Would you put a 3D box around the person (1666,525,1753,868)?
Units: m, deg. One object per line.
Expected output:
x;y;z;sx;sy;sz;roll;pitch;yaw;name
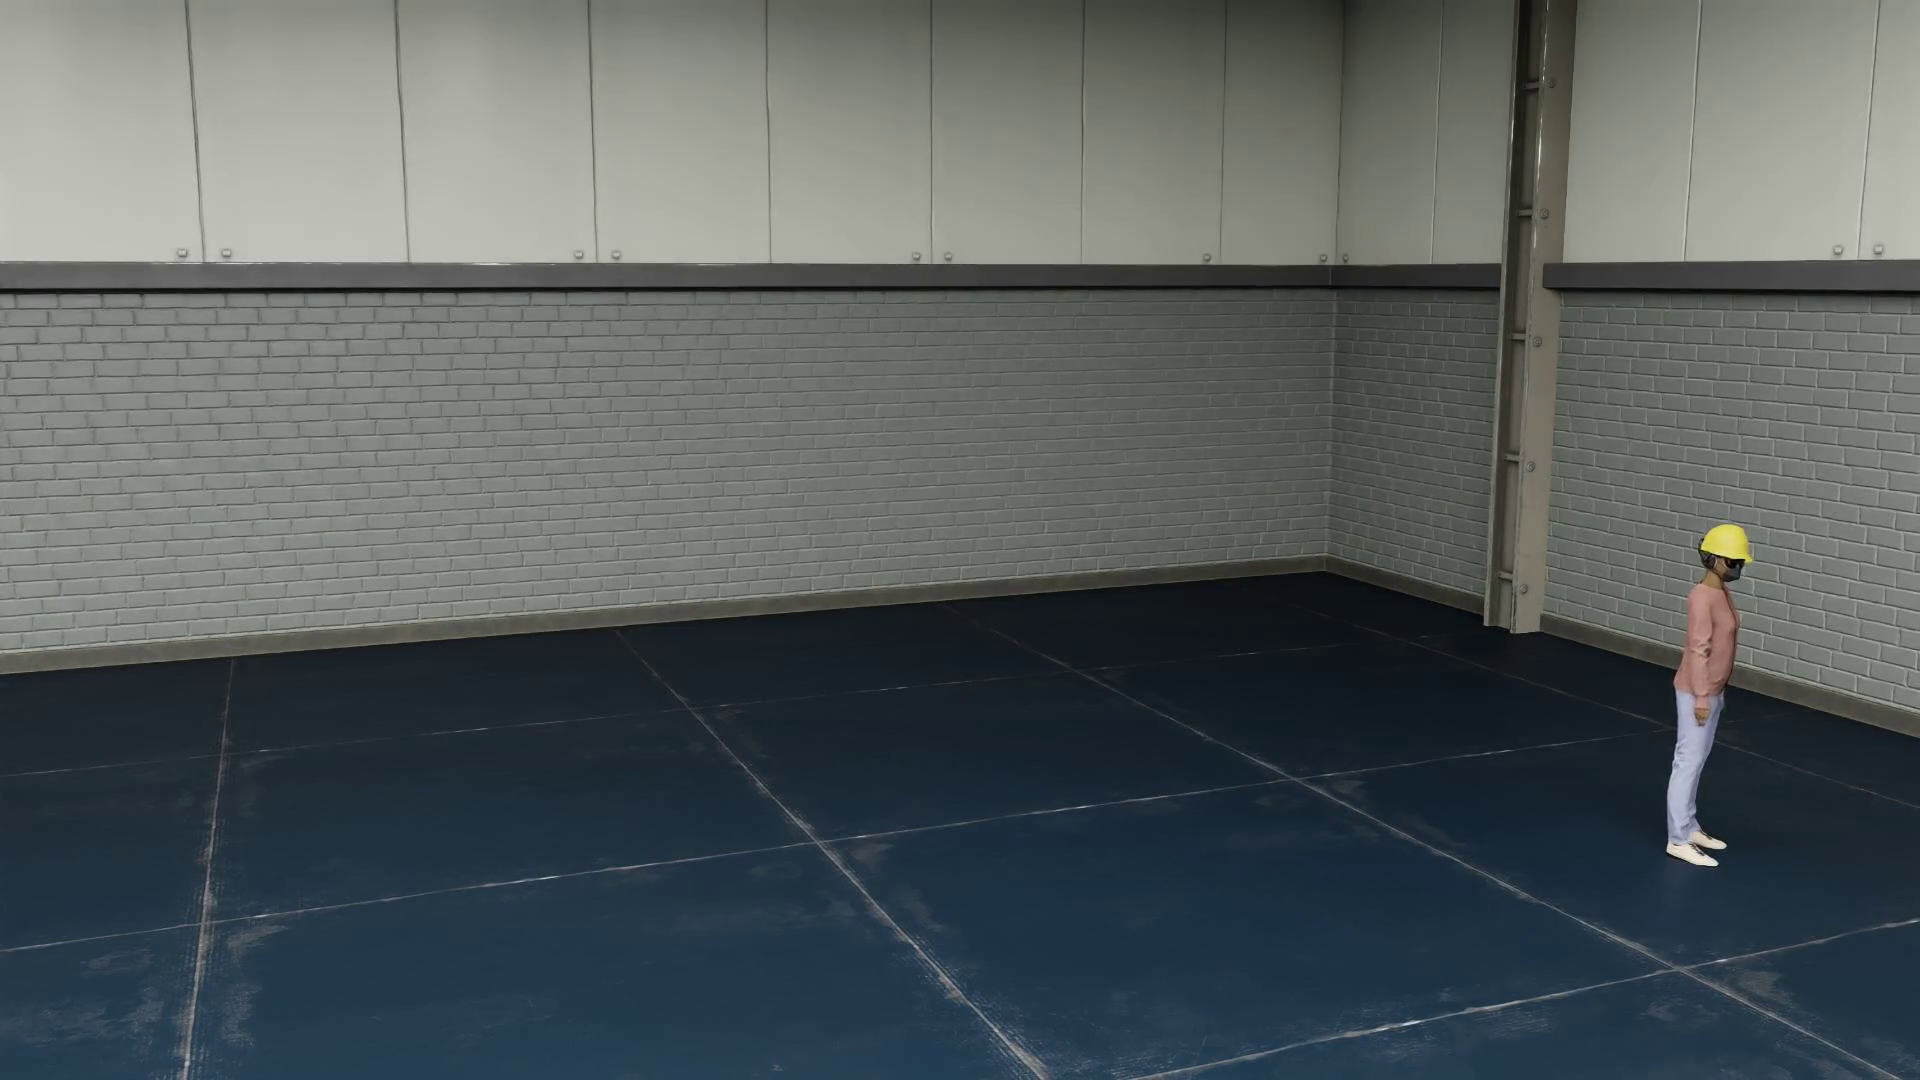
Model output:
3.888;0.791;8.630;0.329;1.763;0.523;6;11;34;person
